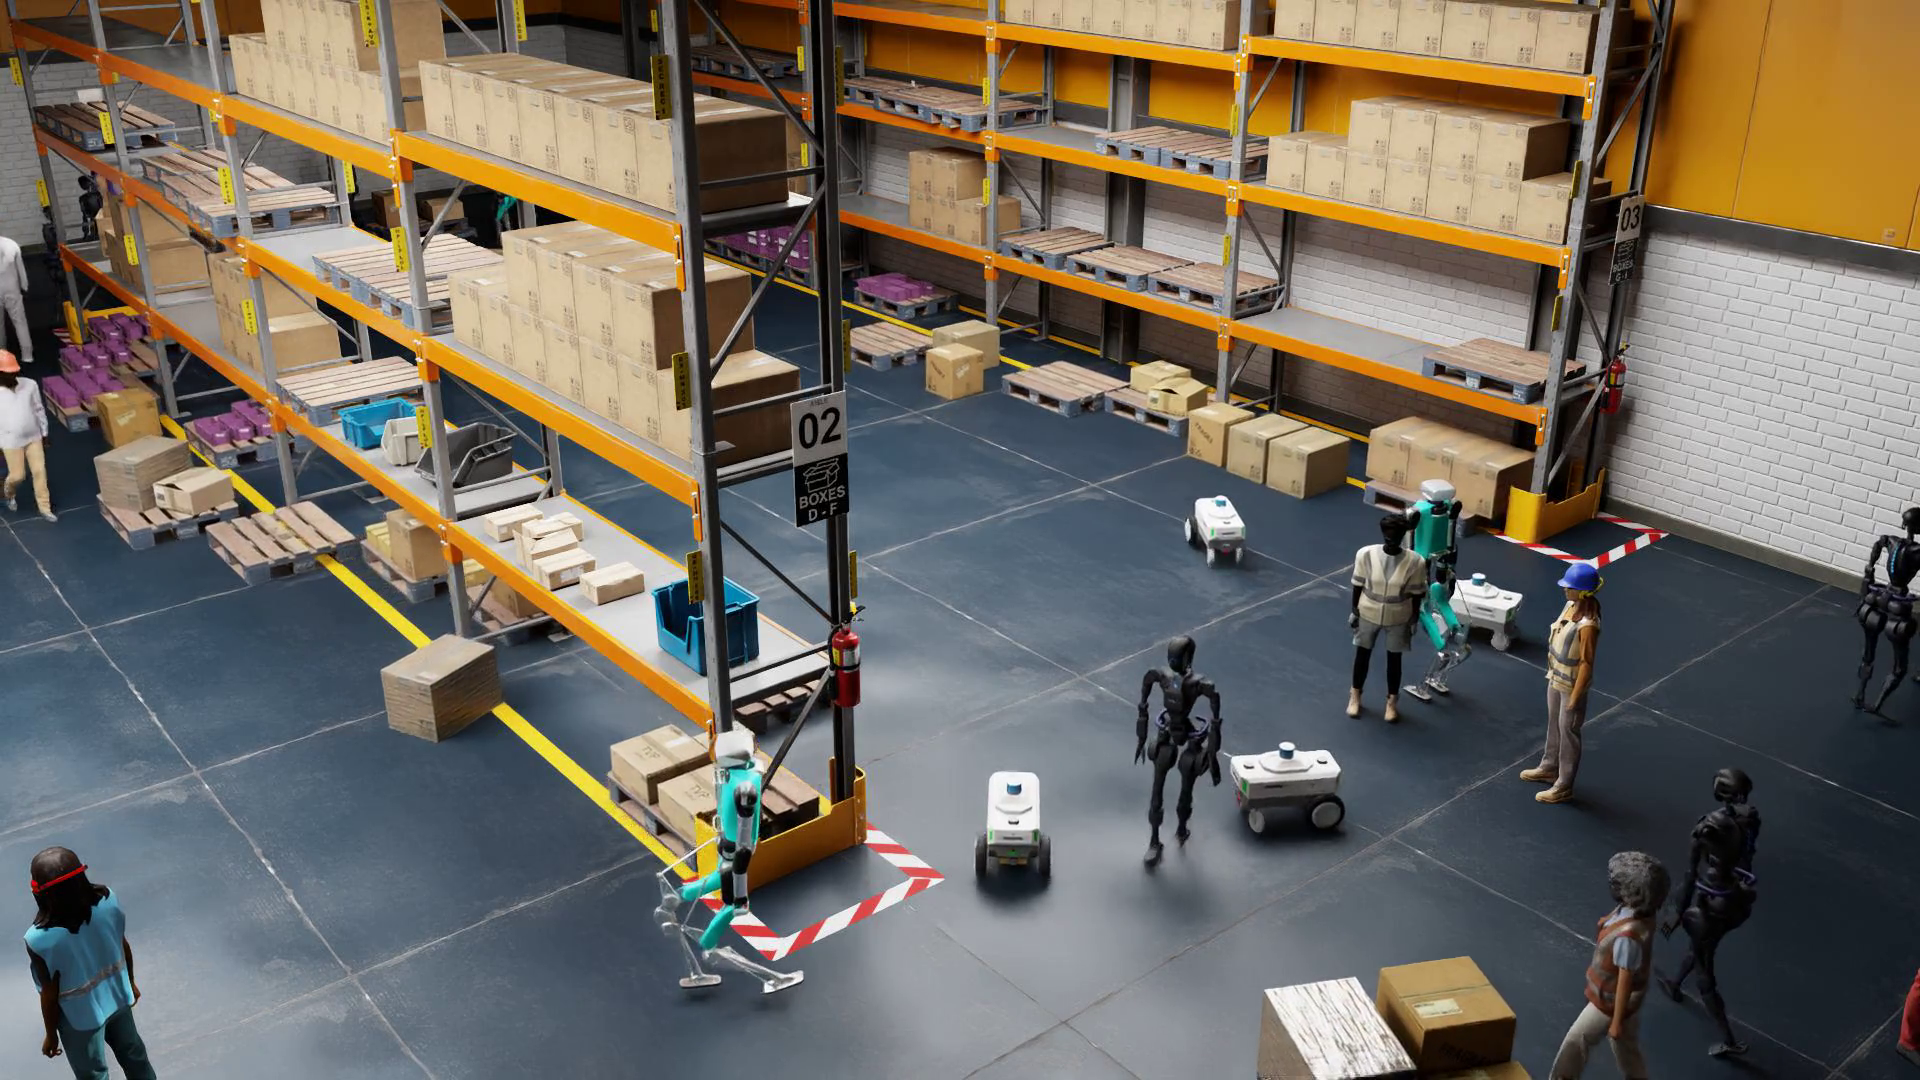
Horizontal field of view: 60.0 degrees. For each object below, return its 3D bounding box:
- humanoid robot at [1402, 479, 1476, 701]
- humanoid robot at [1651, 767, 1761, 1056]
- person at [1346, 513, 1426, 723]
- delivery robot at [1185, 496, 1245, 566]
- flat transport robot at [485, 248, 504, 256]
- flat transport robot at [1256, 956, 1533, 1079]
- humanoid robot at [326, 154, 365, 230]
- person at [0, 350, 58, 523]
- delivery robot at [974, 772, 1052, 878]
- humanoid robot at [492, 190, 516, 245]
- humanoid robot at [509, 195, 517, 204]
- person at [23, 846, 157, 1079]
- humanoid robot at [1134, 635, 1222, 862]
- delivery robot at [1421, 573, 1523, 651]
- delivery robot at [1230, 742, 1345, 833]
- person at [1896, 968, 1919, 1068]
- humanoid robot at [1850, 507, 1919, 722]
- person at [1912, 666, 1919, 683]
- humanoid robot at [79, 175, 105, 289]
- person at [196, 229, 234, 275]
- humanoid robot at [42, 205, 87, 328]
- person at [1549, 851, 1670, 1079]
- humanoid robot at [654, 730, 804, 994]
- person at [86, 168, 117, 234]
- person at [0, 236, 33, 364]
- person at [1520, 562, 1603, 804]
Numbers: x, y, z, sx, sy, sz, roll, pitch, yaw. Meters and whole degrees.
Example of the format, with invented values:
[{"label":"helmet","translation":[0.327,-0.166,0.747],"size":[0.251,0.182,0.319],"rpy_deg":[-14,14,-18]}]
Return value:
[{"label":"humanoid robot","translation":[3.704,0.424,12.726],"size":[0.530,1.732,0.686],"rpy_deg":[-12,26,-26]},{"label":"humanoid robot","translation":[4.214,2.025,9.247],"size":[0.585,1.646,0.782],"rpy_deg":[-12,26,-27]},{"label":"person","translation":[3.194,0.575,12.522],"size":[0.545,1.687,0.322],"rpy_deg":[8,25,18]},{"label":"delivery robot","translation":[2.423,-0.118,15.581],"size":[0.499,0.614,0.808],"rpy_deg":[-2,23,-4]},{"label":"flat transport robot","translation":[-6.617,-3.053,22.712],"size":[1.431,0.231,0.659],"rpy_deg":[4,24,10]},{"label":"flat transport robot","translation":[2.229,3.159,8.328],"size":[0.659,0.231,1.431],"rpy_deg":[-5,24,-11]},{"label":"humanoid robot","translation":[-10.170,-5.906,27.549],"size":[0.595,1.636,0.368],"rpy_deg":[10,25,22]},{"label":"person","translation":[-9.149,-1.017,16.140],"size":[0.544,1.738,0.568],"rpy_deg":[17,29,34]},{"label":"delivery robot","translation":[0.354,1.860,10.980],"size":[0.499,0.598,0.791],"rpy_deg":[1,23,2]},{"label":"humanoid robot","translation":[-7.354,-5.560,26.804],"size":[0.716,1.891,0.531],"rpy_deg":[16,28,32]},{"label":"humanoid robot","translation":[-7.151,-5.698,27.053],"size":[0.695,1.841,0.545],"rpy_deg":[7,24,15]},{"label":"person","translation":[-4.290,2.328,8.240],"size":[0.391,1.866,0.519],"rpy_deg":[11,26,23]},{"label":"humanoid robot","translation":[1.428,1.332,10.817],"size":[0.611,1.643,0.427],"rpy_deg":[11,26,24]},{"label":"delivery robot","translation":[4.294,0.570,13.977],"size":[0.781,0.605,0.499],"rpy_deg":[14,27,30]},{"label":"delivery robot","translation":[2.242,1.670,11.404],"size":[0.749,0.585,0.518],"rpy_deg":[-3,24,-7]},{"label":"person","translation":[5.435,2.055,8.995],"size":[0.523,1.769,0.324],"rpy_deg":[-22,31,-40]},{"label":"humanoid robot","translation":[7.026,0.552,12.598],"size":[0.453,1.647,0.613],"rpy_deg":[-12,26,-25]},{"label":"person","translation":[7.810,0.263,12.955],"size":[0.547,1.924,0.387],"rpy_deg":[14,27,29]},{"label":"humanoid robot","translation":[-12.541,-4.485,24.259],"size":[0.424,1.650,0.607],"rpy_deg":[2,23,4]},{"label":"person","translation":[-10.722,-4.420,23.876],"size":[0.448,1.864,0.571],"rpy_deg":[0,23,0]},{"label":"humanoid robot","translation":[-12.122,-3.717,22.496],"size":[0.612,1.637,0.625],"rpy_deg":[21,31,40]},{"label":"person","translation":[3.358,2.307,8.534],"size":[0.722,1.657,0.458],"rpy_deg":[13,26,27]},{"label":"humanoid robot","translation":[-1.395,1.883,9.404],"size":[0.994,1.726,0.552],"rpy_deg":[-5,24,-11]},{"label":"person","translation":[-12.897,-4.965,25.066],"size":[0.462,1.919,0.544],"rpy_deg":[-14,27,-29]},{"label":"person","translation":[-12.084,-3.155,20.955],"size":[0.665,1.851,0.990],"rpy_deg":[-21,31,-39]},{"label":"person","translation":[4.183,0.975,11.481],"size":[0.306,1.777,0.476],"rpy_deg":[-1,23,-1]}]
